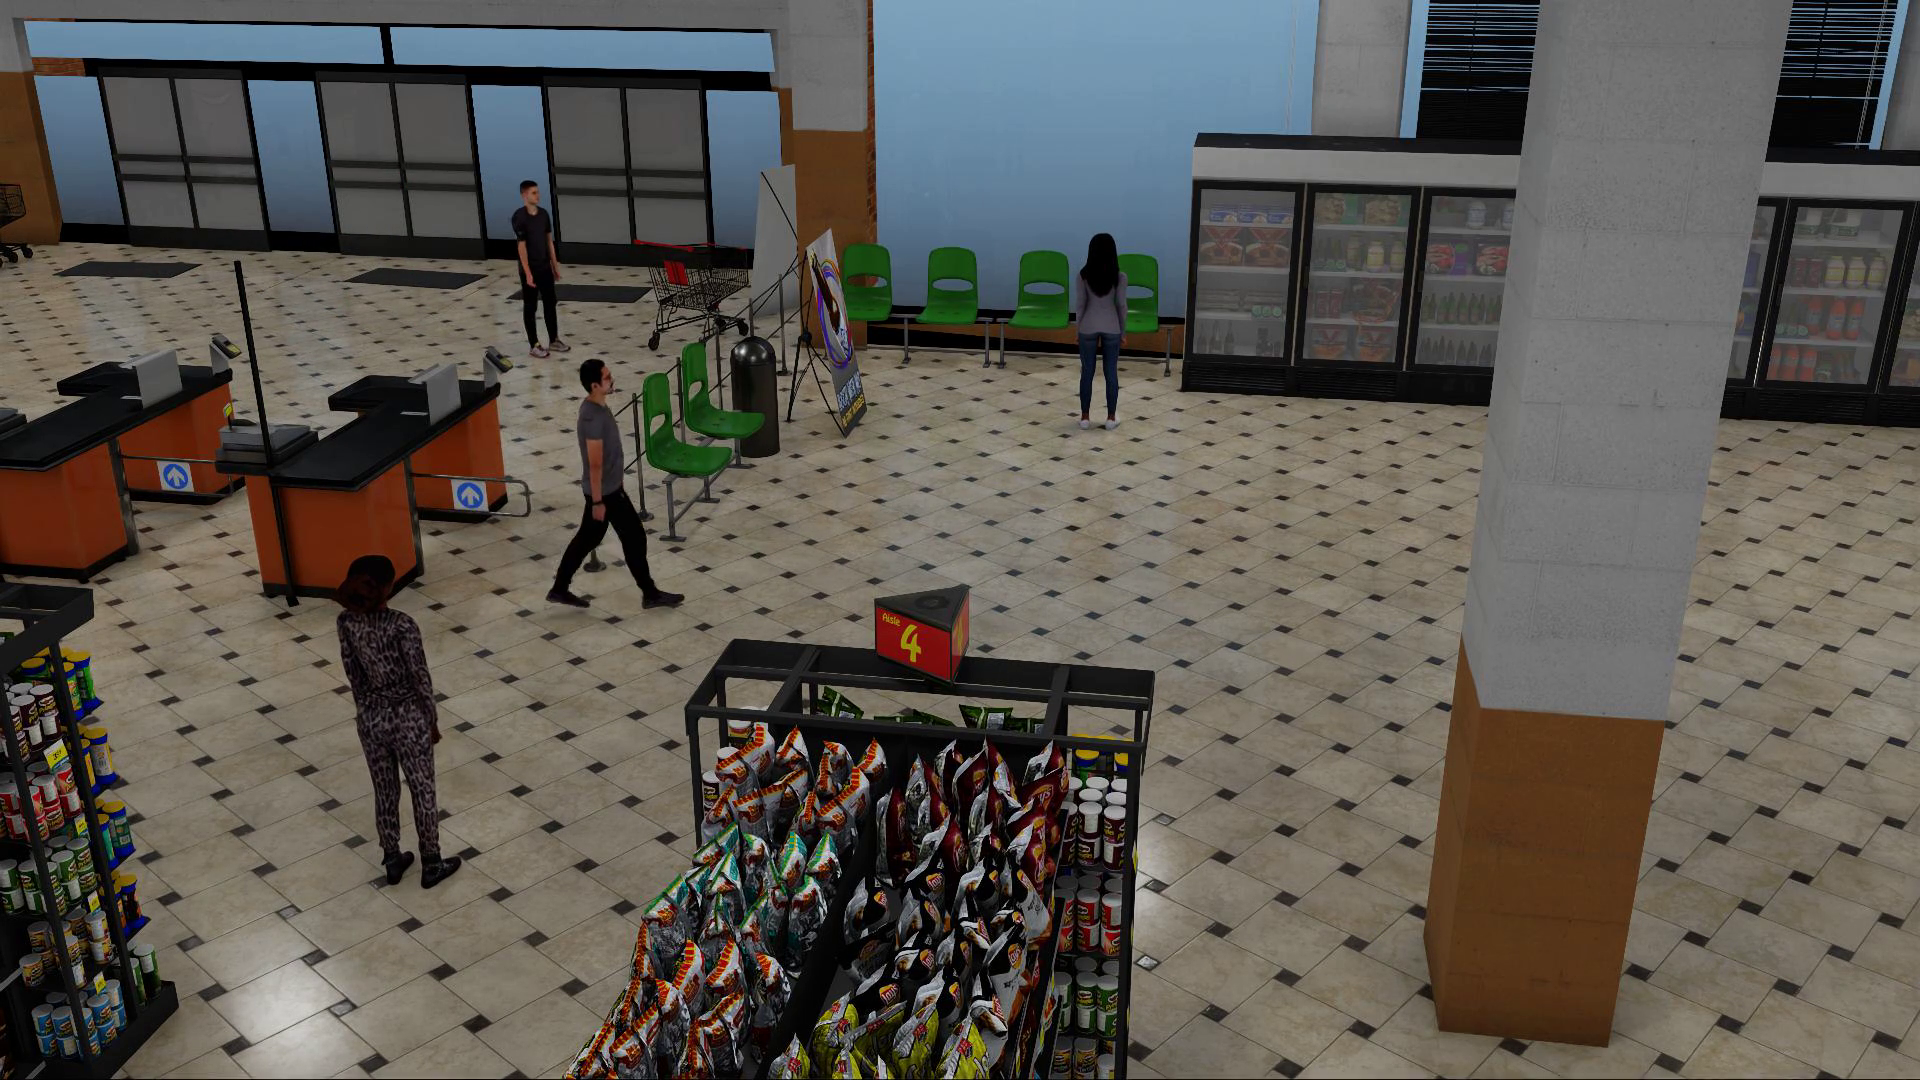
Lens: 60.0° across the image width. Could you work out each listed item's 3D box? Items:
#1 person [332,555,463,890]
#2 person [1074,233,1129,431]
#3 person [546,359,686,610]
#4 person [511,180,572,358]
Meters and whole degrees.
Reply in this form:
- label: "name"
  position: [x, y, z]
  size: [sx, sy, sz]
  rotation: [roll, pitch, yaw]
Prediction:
- label: "person"
  position: [-2.692, 0.863, 7.897]
  size: [0.590, 1.713, 0.584]
  rotation: [6, 23, 15]
- label: "person"
  position: [1.224, -1.821, 14.544]
  size: [0.622, 1.736, 0.537]
  rotation: [2, 22, 5]
- label: "person"
  position: [-2.399, -0.314, 10.813]
  size: [1.042, 1.722, 1.160]
  rotation: [-7, 23, -16]
- label: "person"
  position: [-4.308, -2.740, 16.798]
  size: [0.790, 1.761, 0.670]
  rotation: [14, 26, 31]
